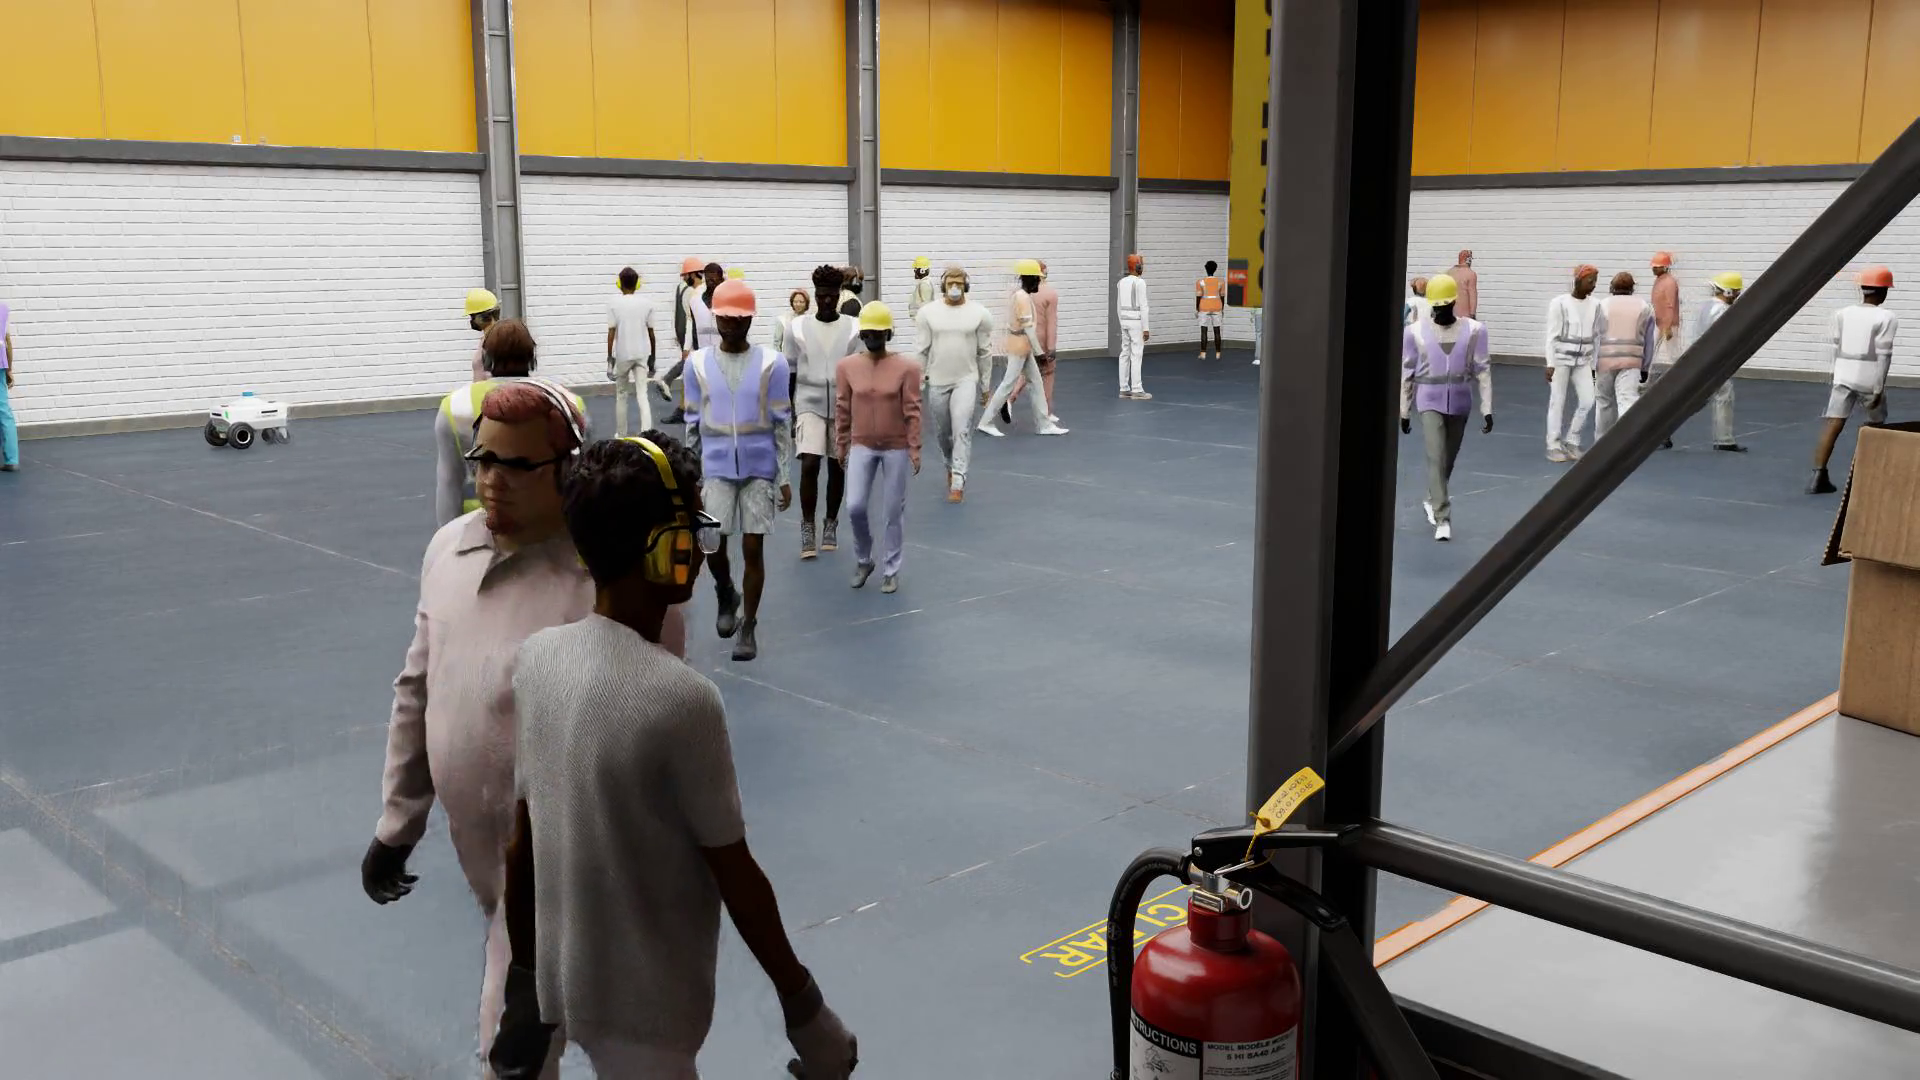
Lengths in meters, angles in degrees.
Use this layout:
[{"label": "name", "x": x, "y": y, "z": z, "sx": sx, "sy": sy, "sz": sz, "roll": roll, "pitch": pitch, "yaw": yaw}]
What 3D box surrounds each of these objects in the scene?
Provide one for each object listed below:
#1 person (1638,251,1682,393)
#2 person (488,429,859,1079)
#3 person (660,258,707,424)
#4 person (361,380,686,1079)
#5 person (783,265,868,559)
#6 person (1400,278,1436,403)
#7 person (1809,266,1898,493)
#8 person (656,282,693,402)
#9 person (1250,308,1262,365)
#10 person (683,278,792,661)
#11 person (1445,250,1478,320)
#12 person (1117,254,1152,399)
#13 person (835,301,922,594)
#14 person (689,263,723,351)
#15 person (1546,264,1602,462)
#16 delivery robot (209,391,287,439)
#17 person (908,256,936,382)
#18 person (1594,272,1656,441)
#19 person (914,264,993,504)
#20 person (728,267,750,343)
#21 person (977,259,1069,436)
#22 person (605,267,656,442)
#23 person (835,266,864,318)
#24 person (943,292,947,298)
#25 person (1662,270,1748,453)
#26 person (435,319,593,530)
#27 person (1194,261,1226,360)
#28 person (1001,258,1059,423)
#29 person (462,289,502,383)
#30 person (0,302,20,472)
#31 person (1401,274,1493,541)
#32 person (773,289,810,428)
[{"label": "person", "x": 9.570, "y": -2.926, "z": 22.425, "sx": 0.960, "sy": 1.937, "sz": 0.657, "roll": -1, "pitch": 10, "yaw": -4}, {"label": "person", "x": -0.439, "y": 0.739, "z": 2.708, "sx": 0.915, "sy": 1.829, "sz": 0.490, "roll": -8, "pitch": 13, "yaw": -37}, {"label": "person", "x": -2.997, "y": -2.233, "z": 18.780, "sx": 0.797, "sy": 1.878, "sz": 0.586, "roll": 1, "pitch": 10, "yaw": 3}, {"label": "person", "x": -0.849, "y": 0.595, "z": 3.438, "sx": 0.640, "sy": 1.864, "sz": 0.962, "roll": 8, "pitch": 13, "yaw": 37}, {"label": "person", "x": -0.879, "y": -0.845, "z": 11.034, "sx": 0.596, "sy": 1.930, "sz": 0.802, "roll": -1, "pitch": 10, "yaw": -7}, {"label": "person", "x": 5.821, "y": -2.547, "z": 21.253, "sx": 0.519, "sy": 1.592, "sz": 0.855, "roll": -5, "pitch": 11, "yaw": -24}, {"label": "person", "x": 7.488, "y": -1.325, "z": 13.823, "sx": 1.012, "sy": 1.889, "sz": 0.550, "roll": -7, "pitch": 12, "yaw": -33}, {"label": "person", "x": -3.458, "y": -2.580, "z": 20.824, "sx": 0.604, "sy": 1.825, "sz": 0.534, "roll": -9, "pitch": 14, "yaw": -40}, {"label": "person", "x": 5.044, "y": -3.711, "z": 27.492, "sx": 0.498, "sy": 1.633, "sz": 0.285, "roll": 0, "pitch": 10, "yaw": 1}, {"label": "person", "x": -1.114, "y": -0.359, "z": 8.424, "sx": 0.548, "sy": 1.922, "sz": 0.474, "roll": 0, "pitch": 10, "yaw": -2}, {"label": "person", "x": 8.026, "y": -3.676, "z": 26.582, "sx": 0.402, "sy": 1.903, "sz": 0.643, "roll": -6, "pitch": 12, "yaw": -29}, {"label": "person", "x": 2.277, "y": -2.780, "z": 21.731, "sx": 0.355, "sy": 1.884, "sz": 0.576, "roll": -6, "pitch": 12, "yaw": -31}, {"label": "person", "x": -0.481, "y": -0.540, "z": 9.876, "sx": 0.540, "sy": 1.750, "sz": 0.407, "roll": 1, "pitch": 10, "yaw": 6}, {"label": "person", "x": -2.432, "y": -1.879, "z": 16.896, "sx": 0.591, "sy": 1.867, "sz": 0.987, "roll": 2, "pitch": 11, "yaw": 8}, {"label": "person", "x": 5.747, "y": -1.648, "z": 15.632, "sx": 0.633, "sy": 1.863, "sz": 0.483, "roll": -2, "pitch": 11, "yaw": -9}, {"label": "delivery robot", "x": -7.216, "y": -1.273, "z": 16.886, "sx": 0.477, "sy": 0.478, "sz": 0.707, "roll": 7, "pitch": 13, "yaw": 35}, {"label": "person", "x": -0.552, "y": -3.226, "z": 24.297, "sx": 0.404, "sy": 1.835, "sz": 0.590, "roll": 0, "pitch": 10, "yaw": 1}, {"label": "person", "x": 6.312, "y": -1.663, "z": 15.914, "sx": 0.634, "sy": 1.793, "sz": 0.969, "roll": 3, "pitch": 11, "yaw": 14}, {"label": "person", "x": -0.043, "y": -1.296, "z": 13.605, "sx": 0.634, "sy": 1.912, "sz": 0.958, "roll": 1, "pitch": 10, "yaw": 7}, {"label": "person", "x": -3.044, "y": -2.777, "z": 22.173, "sx": 0.810, "sy": 1.711, "sz": 0.493, "roll": -8, "pitch": 13, "yaw": -36}, {"label": "person", "x": 0.638, "y": -2.019, "z": 17.618, "sx": 0.974, "sy": 1.889, "sz": 0.595, "roll": 1, "pitch": 10, "yaw": 7}, {"label": "person", "x": -3.274, "y": -1.794, "z": 16.561, "sx": 0.522, "sy": 1.821, "sz": 0.965, "roll": -4, "pitch": 11, "yaw": -21}, {"label": "person", "x": -1.126, "y": -1.889, "z": 17.076, "sx": 0.434, "sy": 1.816, "sz": 0.636, "roll": -3, "pitch": 11, "yaw": -18}, {"label": "person", "x": -0.076, "y": -2.165, "z": 19.105, "sx": 0.526, "sy": 1.618, "sz": 0.384, "roll": 0, "pitch": 10, "yaw": -1}, {"label": "person", "x": 7.338, "y": -1.748, "z": 16.336, "sx": 0.803, "sy": 1.803, "sz": 0.604, "roll": 2, "pitch": 11, "yaw": 9}, {"label": "person", "x": -1.829, "y": -0.019, "z": 6.927, "sx": 0.645, "sy": 1.791, "sz": 0.987, "roll": -3, "pitch": 11, "yaw": -15}, {"label": "person", "x": 4.296, "y": -3.950, "z": 28.612, "sx": 0.574, "sy": 1.696, "sz": 0.318, "roll": -1, "pitch": 10, "yaw": -4}, {"label": "person", "x": 0.806, "y": -2.230, "z": 18.765, "sx": 0.654, "sy": 1.879, "sz": 0.815, "roll": 8, "pitch": 13, "yaw": 36}, {"label": "person", "x": -3.298, "y": -0.878, "z": 11.704, "sx": 0.321, "sy": 1.761, "sz": 0.522, "roll": -2, "pitch": 11, "yaw": -13}, {"label": "person", "x": -8.682, "y": -1.490, "z": 14.810, "sx": 0.374, "sy": 1.840, "sz": 0.571, "roll": 4, "pitch": 11, "yaw": 22}, {"label": "person", "x": 3.476, "y": -0.972, "z": 11.957, "sx": 0.620, "sy": 1.865, "sz": 1.001, "roll": 1, "pitch": 10, "yaw": 6}, {"label": "person", "x": -1.622, "y": -1.741, "z": 16.827, "sx": 0.510, "sy": 1.607, "sz": 0.786, "roll": 0, "pitch": 10, "yaw": 2}]
